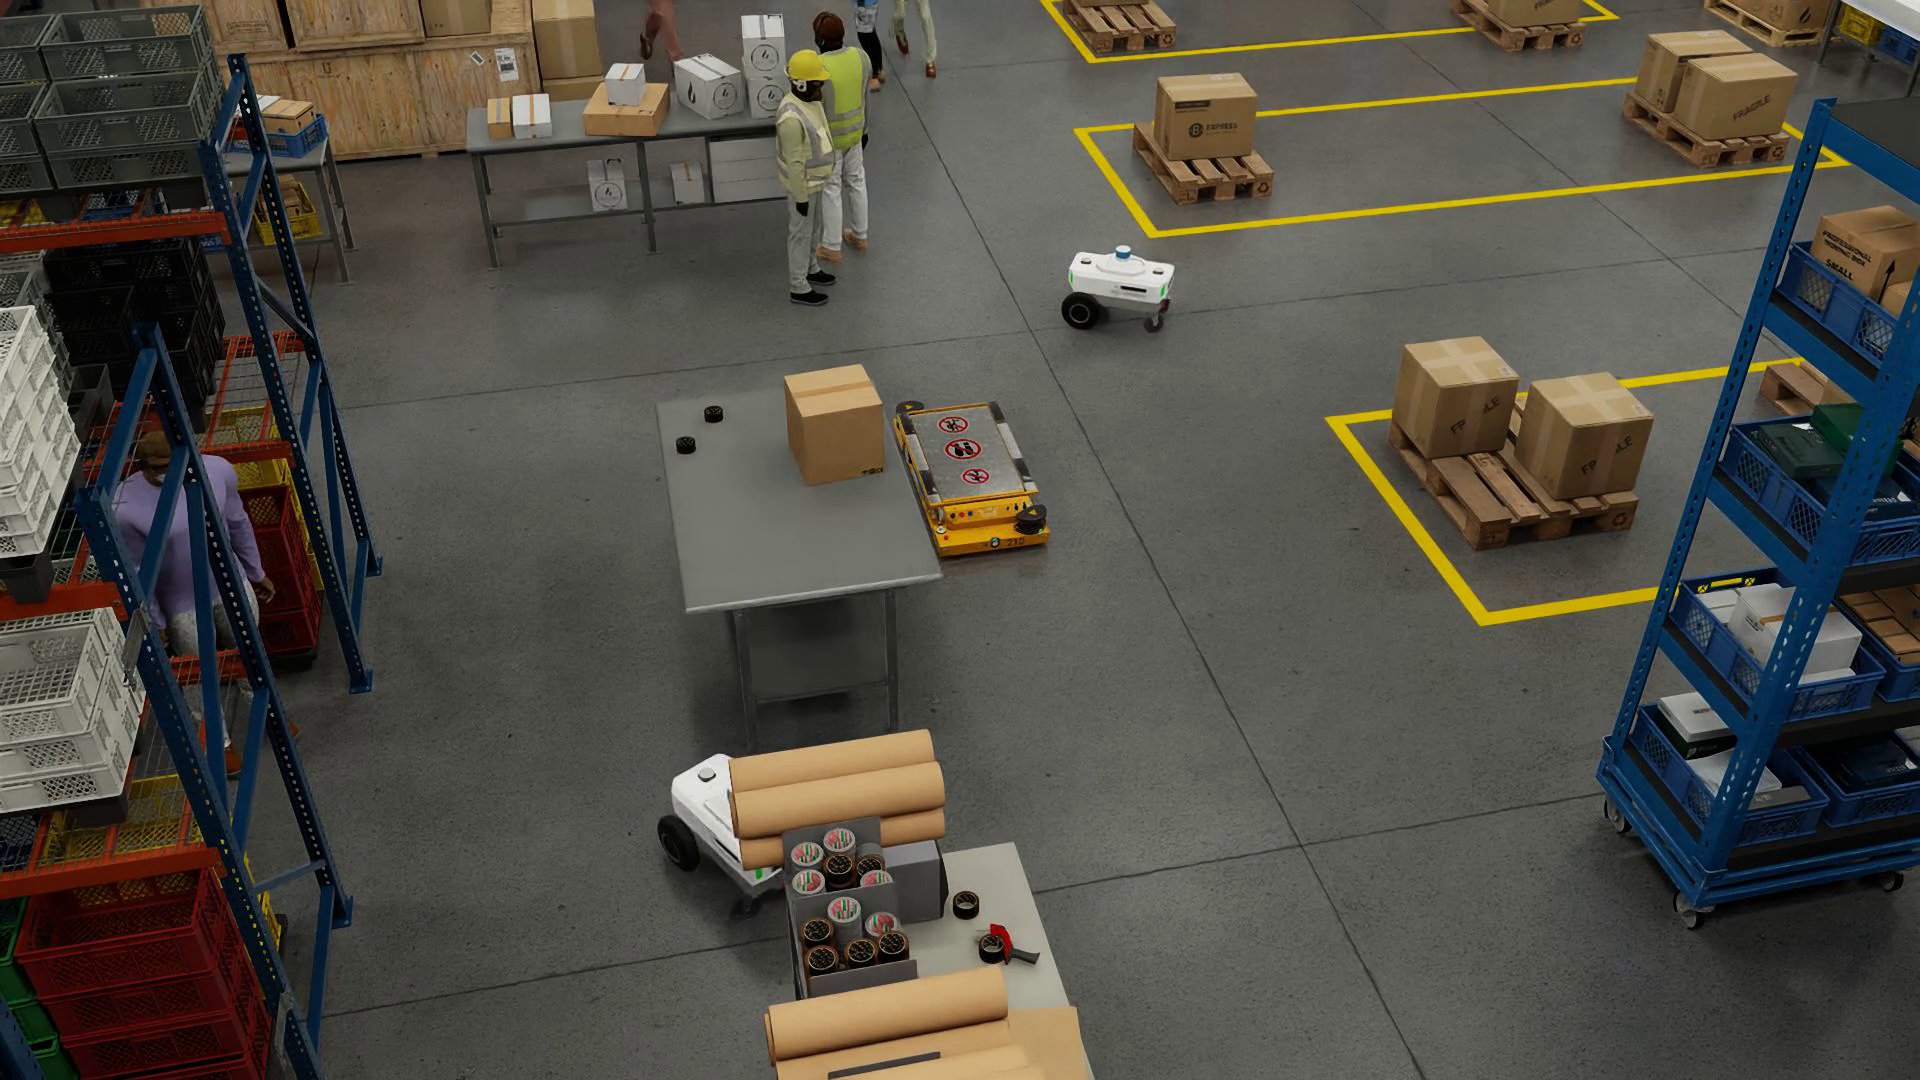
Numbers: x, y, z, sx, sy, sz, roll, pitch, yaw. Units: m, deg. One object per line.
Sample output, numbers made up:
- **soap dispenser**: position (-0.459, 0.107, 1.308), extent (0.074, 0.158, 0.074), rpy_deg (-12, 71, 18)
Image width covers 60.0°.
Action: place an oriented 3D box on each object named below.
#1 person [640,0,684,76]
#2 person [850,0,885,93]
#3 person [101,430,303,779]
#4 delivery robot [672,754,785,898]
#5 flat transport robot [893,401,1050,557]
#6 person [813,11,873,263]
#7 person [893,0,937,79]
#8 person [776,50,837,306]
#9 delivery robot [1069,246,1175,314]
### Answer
- **person**: position (-2.768, -5.218, 15.254), extent (0.649, 1.842, 0.996), rpy_deg (-27, 45, -32)
- **person**: position (-0.864, -4.864, 14.891), extent (0.320, 1.690, 0.535), rpy_deg (3, 37, 4)
- **person**: position (-3.543, 0.253, 7.809), extent (0.372, 1.934, 0.627), rpy_deg (28, 45, 32)
- **delivery robot**: position (-0.983, 1.273, 7.507), extent (0.477, 0.478, 0.707), rpy_deg (-28, 45, -33)
- **flat transport robot**: position (0.046, -0.430, 10.108), extent (0.652, 0.197, 1.431), rpy_deg (-8, 37, -10)
- **person**: position (-0.921, -2.946, 12.184), extent (0.633, 1.841, 0.429), rpy_deg (-30, 46, -34)
- **person**: position (-0.464, -5.257, 15.310), extent (0.562, 1.832, 0.747), rpy_deg (0, 37, -1)
- **person**: position (-1.066, -2.540, 11.658), extent (0.403, 1.822, 0.591), rpy_deg (5, 37, 7)
- **delivery robot**: position (1.135, -1.827, 11.674), extent (0.707, 0.478, 0.477), rpy_deg (10, 38, 14)
